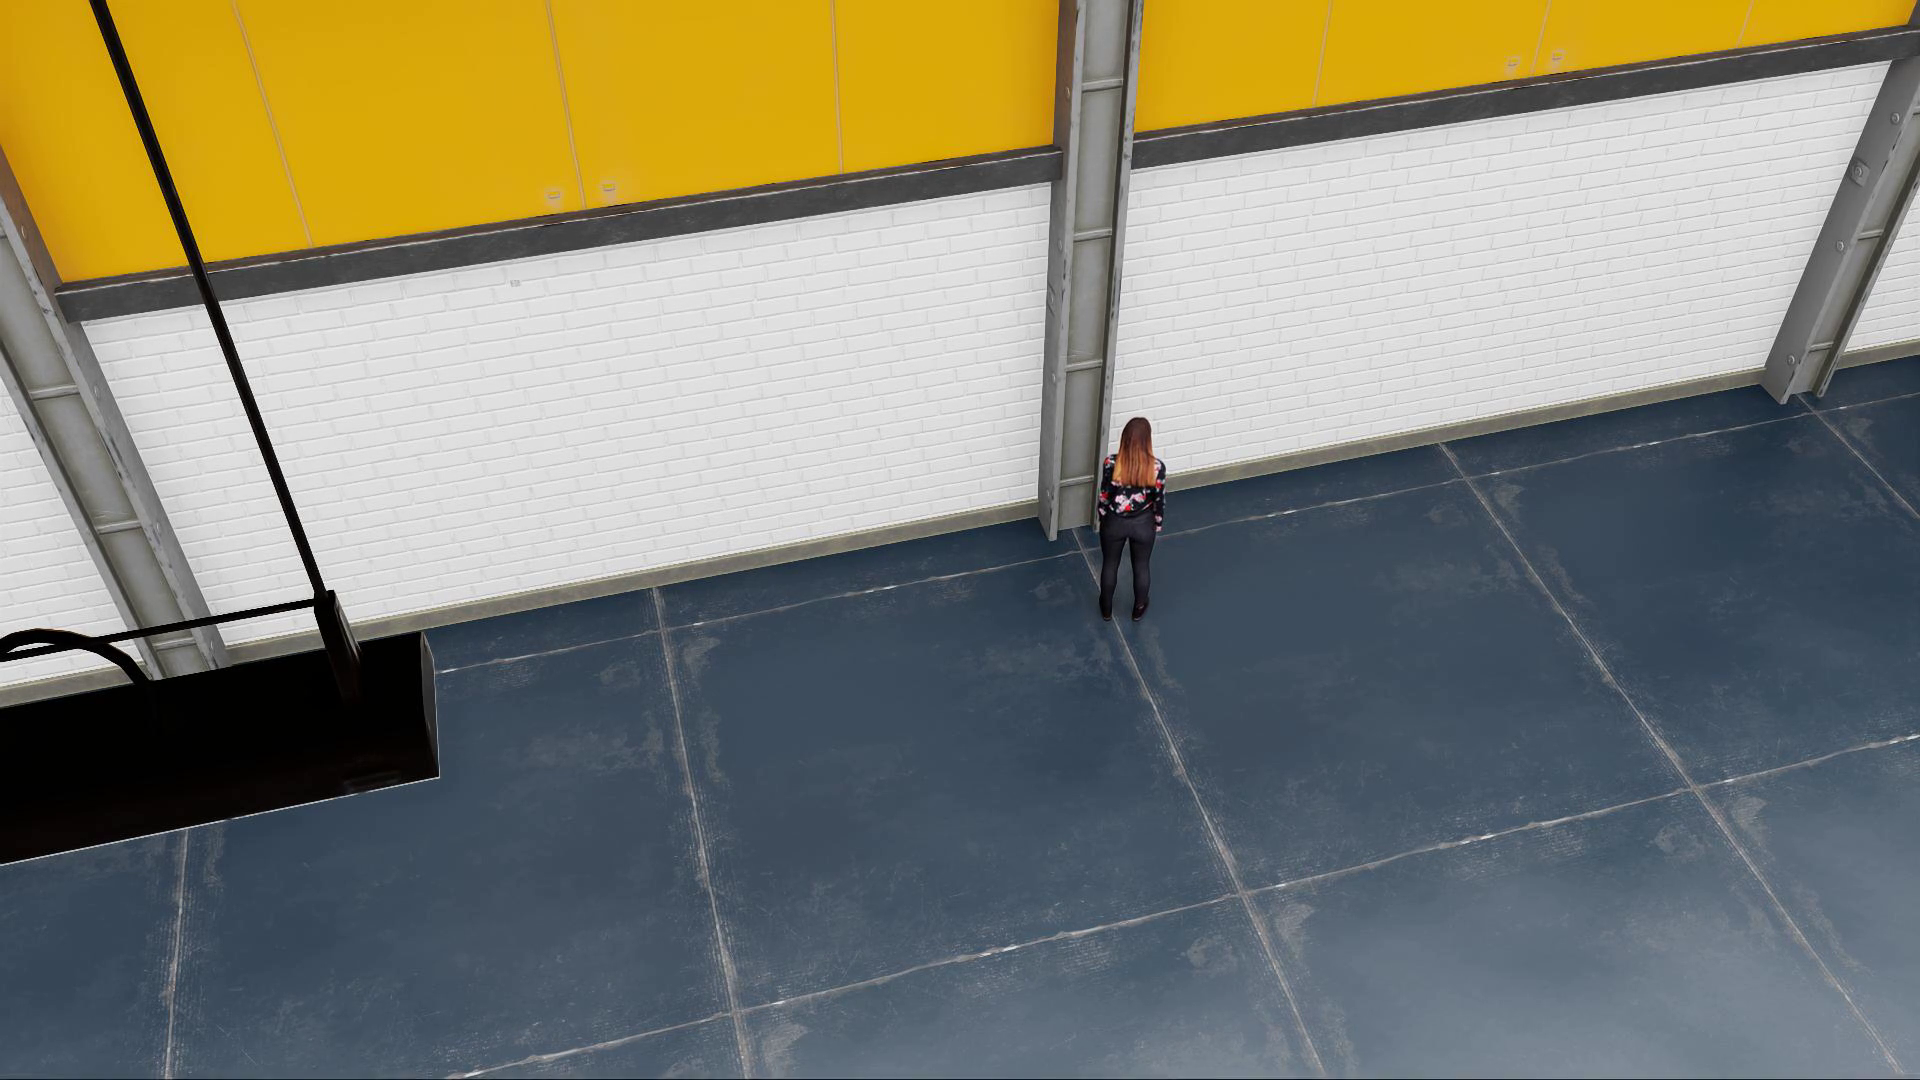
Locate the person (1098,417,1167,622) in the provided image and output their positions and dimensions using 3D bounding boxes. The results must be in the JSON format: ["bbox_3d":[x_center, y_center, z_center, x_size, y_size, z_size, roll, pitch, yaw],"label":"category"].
[{"bbox_3d":[1.101,-0.126,10.831,0.561,1.683,0.703,4,44,5],"label":"person"}]
